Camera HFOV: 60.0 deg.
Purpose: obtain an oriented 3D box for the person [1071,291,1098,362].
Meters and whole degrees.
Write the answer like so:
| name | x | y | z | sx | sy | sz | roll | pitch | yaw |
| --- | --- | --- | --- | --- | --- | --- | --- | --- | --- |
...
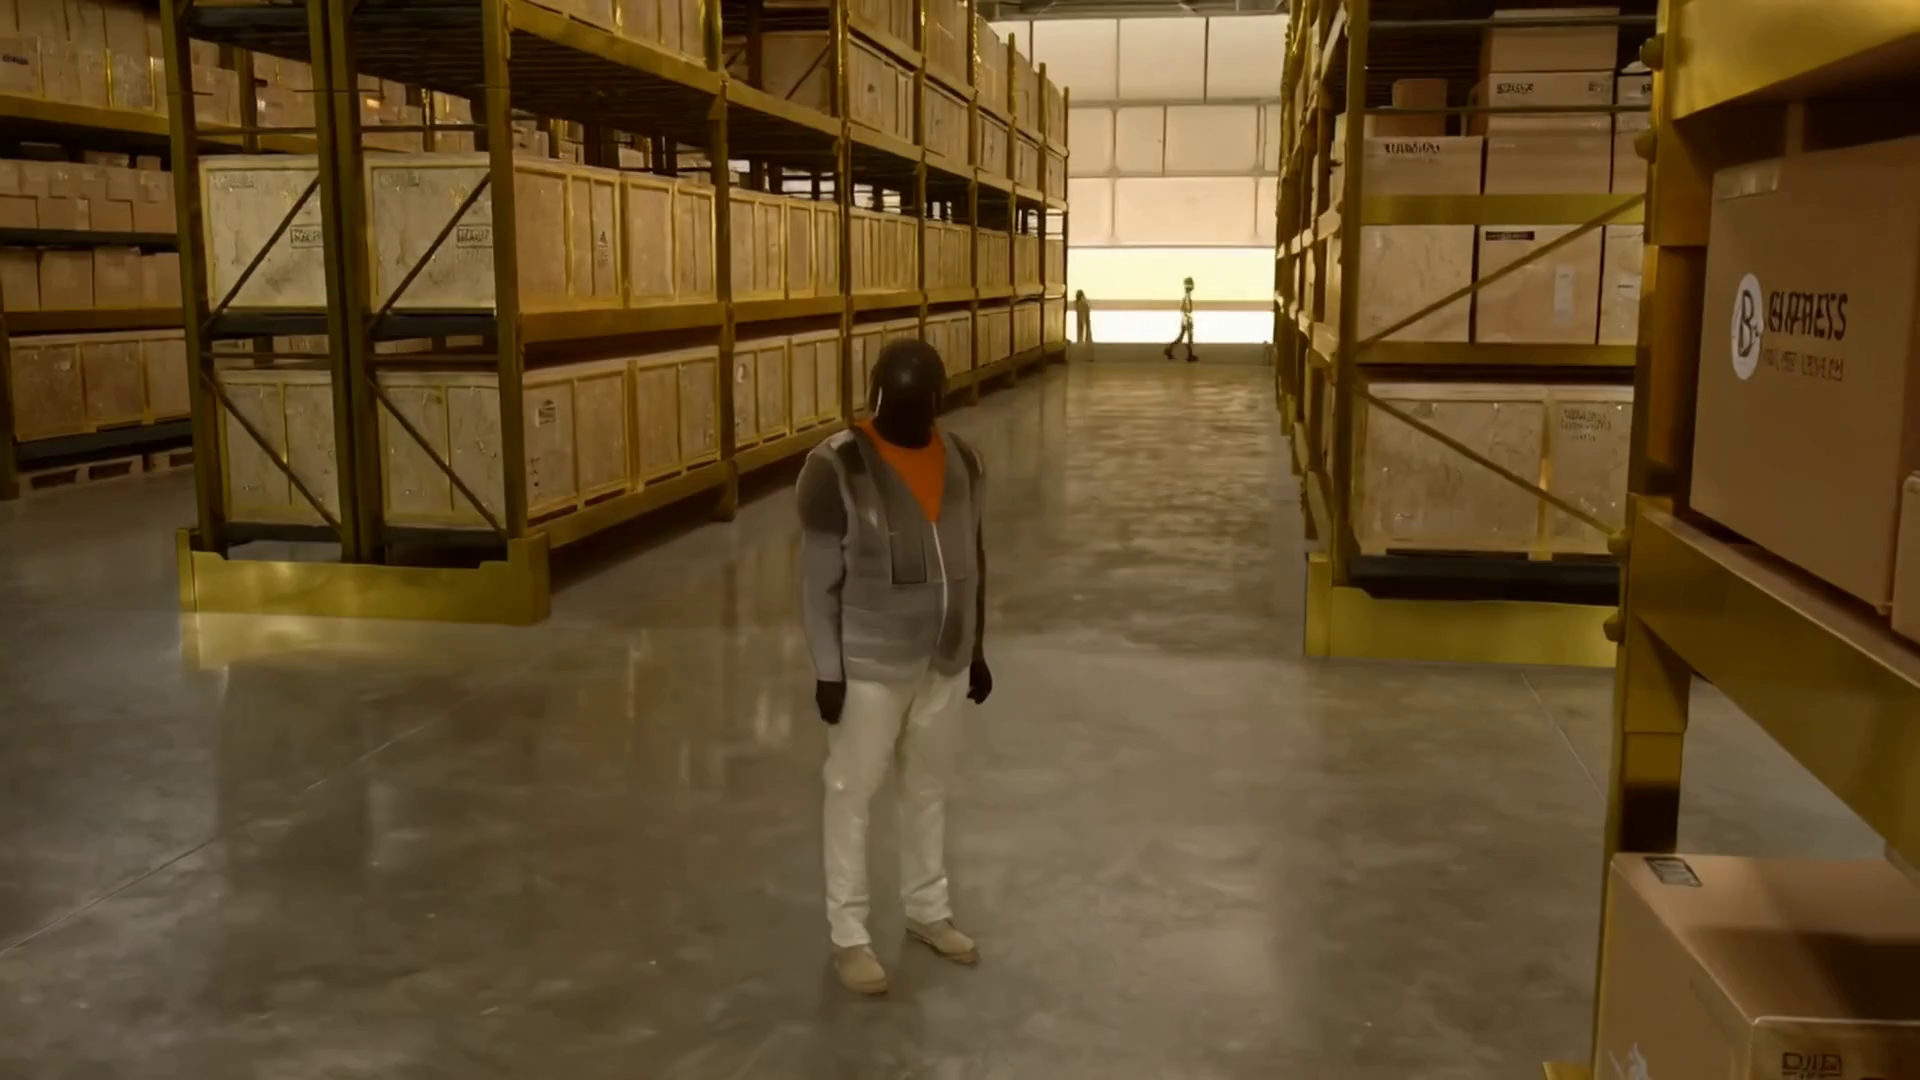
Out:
| name | x | y | z | sx | sy | sz | roll | pitch | yaw |
| --- | --- | --- | --- | --- | --- | --- | --- | --- | --- |
| person | 2.848 | -4.810 | 37.501 | 0.598 | 1.602 | 0.531 | -1 | 9 | -6 |

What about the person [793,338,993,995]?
| name | x | y | z | sx | sy | sz | roll | pitch | yaw |
| --- | --- | --- | --- | --- | --- | --- | --- | --- | --- |
| person | -0.161 | 0.347 | 4.762 | 0.619 | 1.840 | 0.430 | -7 | 11 | -35 |

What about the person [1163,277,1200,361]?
| name | x | y | z | sx | sy | sz | roll | pitch | yaw |
| --- | --- | --- | --- | --- | --- | --- | --- | --- | --- |
| person | 5.069 | -5.038 | 37.922 | 0.775 | 1.920 | 0.547 | 2 | 9 | 12 |
